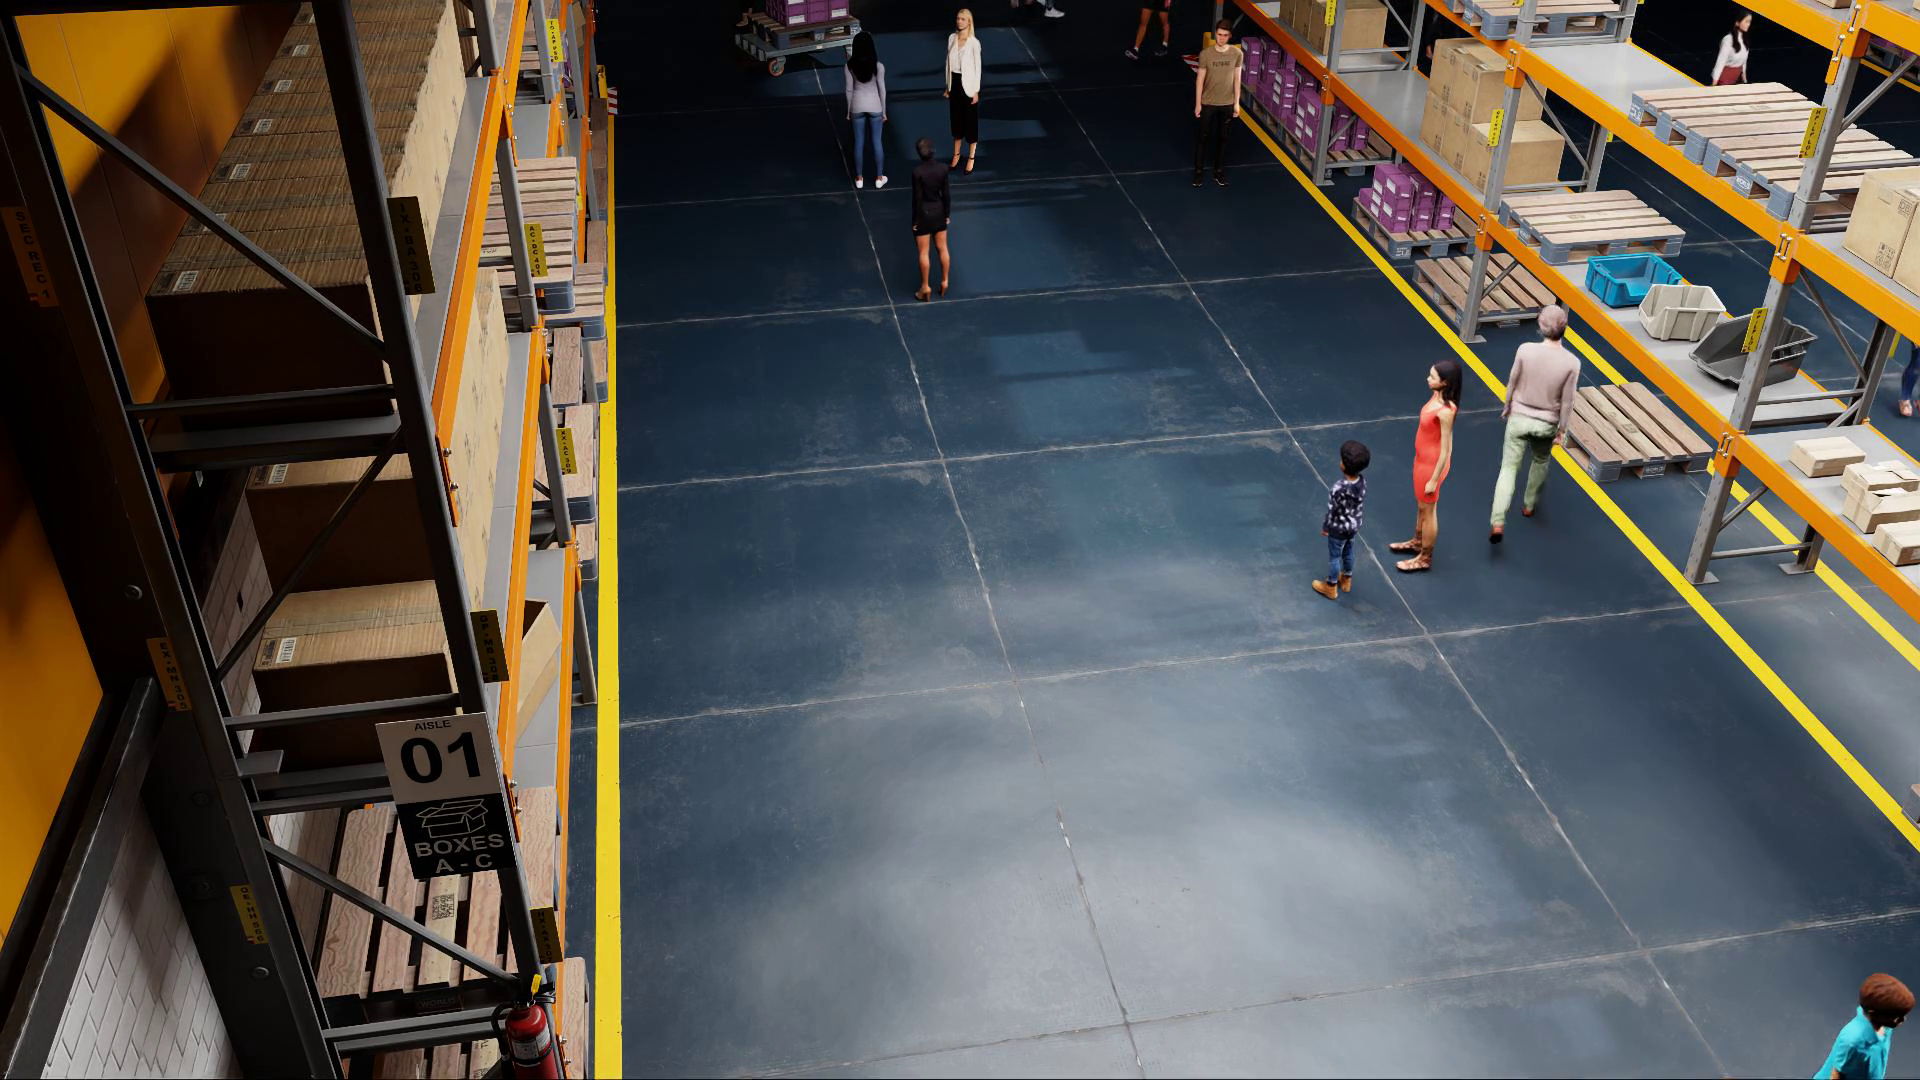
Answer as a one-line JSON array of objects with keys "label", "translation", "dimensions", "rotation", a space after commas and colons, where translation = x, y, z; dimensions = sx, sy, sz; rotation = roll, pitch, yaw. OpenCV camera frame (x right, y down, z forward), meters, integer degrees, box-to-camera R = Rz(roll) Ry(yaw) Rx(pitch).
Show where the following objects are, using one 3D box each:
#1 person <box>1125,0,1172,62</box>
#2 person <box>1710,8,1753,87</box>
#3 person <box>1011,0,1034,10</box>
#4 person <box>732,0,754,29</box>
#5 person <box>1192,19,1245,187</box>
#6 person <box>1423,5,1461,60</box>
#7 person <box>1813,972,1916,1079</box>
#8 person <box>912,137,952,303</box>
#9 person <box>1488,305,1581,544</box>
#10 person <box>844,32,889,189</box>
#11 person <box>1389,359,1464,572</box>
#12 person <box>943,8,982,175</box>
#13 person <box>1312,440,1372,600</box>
[{"label": "person", "translation": [2.721, -7.312, 22.282], "dimensions": [1.129, 1.735, 1.150], "rotation": [26, 41, 33]}, {"label": "person", "translation": [8.773, -5.262, 19.224], "dimensions": [0.978, 1.707, 1.160], "rotation": [-27, 42, -34]}, {"label": "person", "translation": [0.990, -8.695, 24.363], "dimensions": [0.927, 1.736, 1.121], "rotation": [14, 36, 20]}, {"label": "person", "translation": [-3.107, -8.114, 23.577], "dimensions": [0.782, 1.638, 0.683], "rotation": [7, 34, 10]}, {"label": "person", "translation": [2.865, -4.869, 18.504], "dimensions": [0.685, 1.850, 0.582], "rotation": [-2, 34, -4]}, {"label": "person", "translation": [6.204, -6.969, 21.369], "dimensions": [0.745, 1.724, 1.141], "rotation": [-8, 34, -12]}, {"label": "person", "translation": [4.072, 2.521, 7.758], "dimensions": [0.761, 1.438, 0.902], "rotation": [-25, 41, -32]}, {"label": "person", "translation": [-0.287, -3.087, 16.014], "dimensions": [0.630, 1.639, 0.656], "rotation": [-17, 37, -23]}, {"label": "person", "translation": [4.250, -0.812, 12.413], "dimensions": [1.038, 1.835, 1.284], "rotation": [11, 35, 16]}, {"label": "person", "translation": [-1.041, -4.762, 18.446], "dimensions": [0.650, 1.735, 0.597], "rotation": [2, 34, 2]}, {"label": "person", "translation": [3.437, -0.550, 12.124], "dimensions": [0.696, 1.719, 0.520], "rotation": [2, 34, 2]}, {"label": "person", "translation": [0.035, -5.060, 18.784], "dimensions": [0.672, 1.858, 0.734], "rotation": [22, 39, 29]}, {"label": "person", "translation": [2.757, -0.151, 11.948], "dimensions": [0.560, 1.250, 0.572], "rotation": [-19, 38, -26]}]
